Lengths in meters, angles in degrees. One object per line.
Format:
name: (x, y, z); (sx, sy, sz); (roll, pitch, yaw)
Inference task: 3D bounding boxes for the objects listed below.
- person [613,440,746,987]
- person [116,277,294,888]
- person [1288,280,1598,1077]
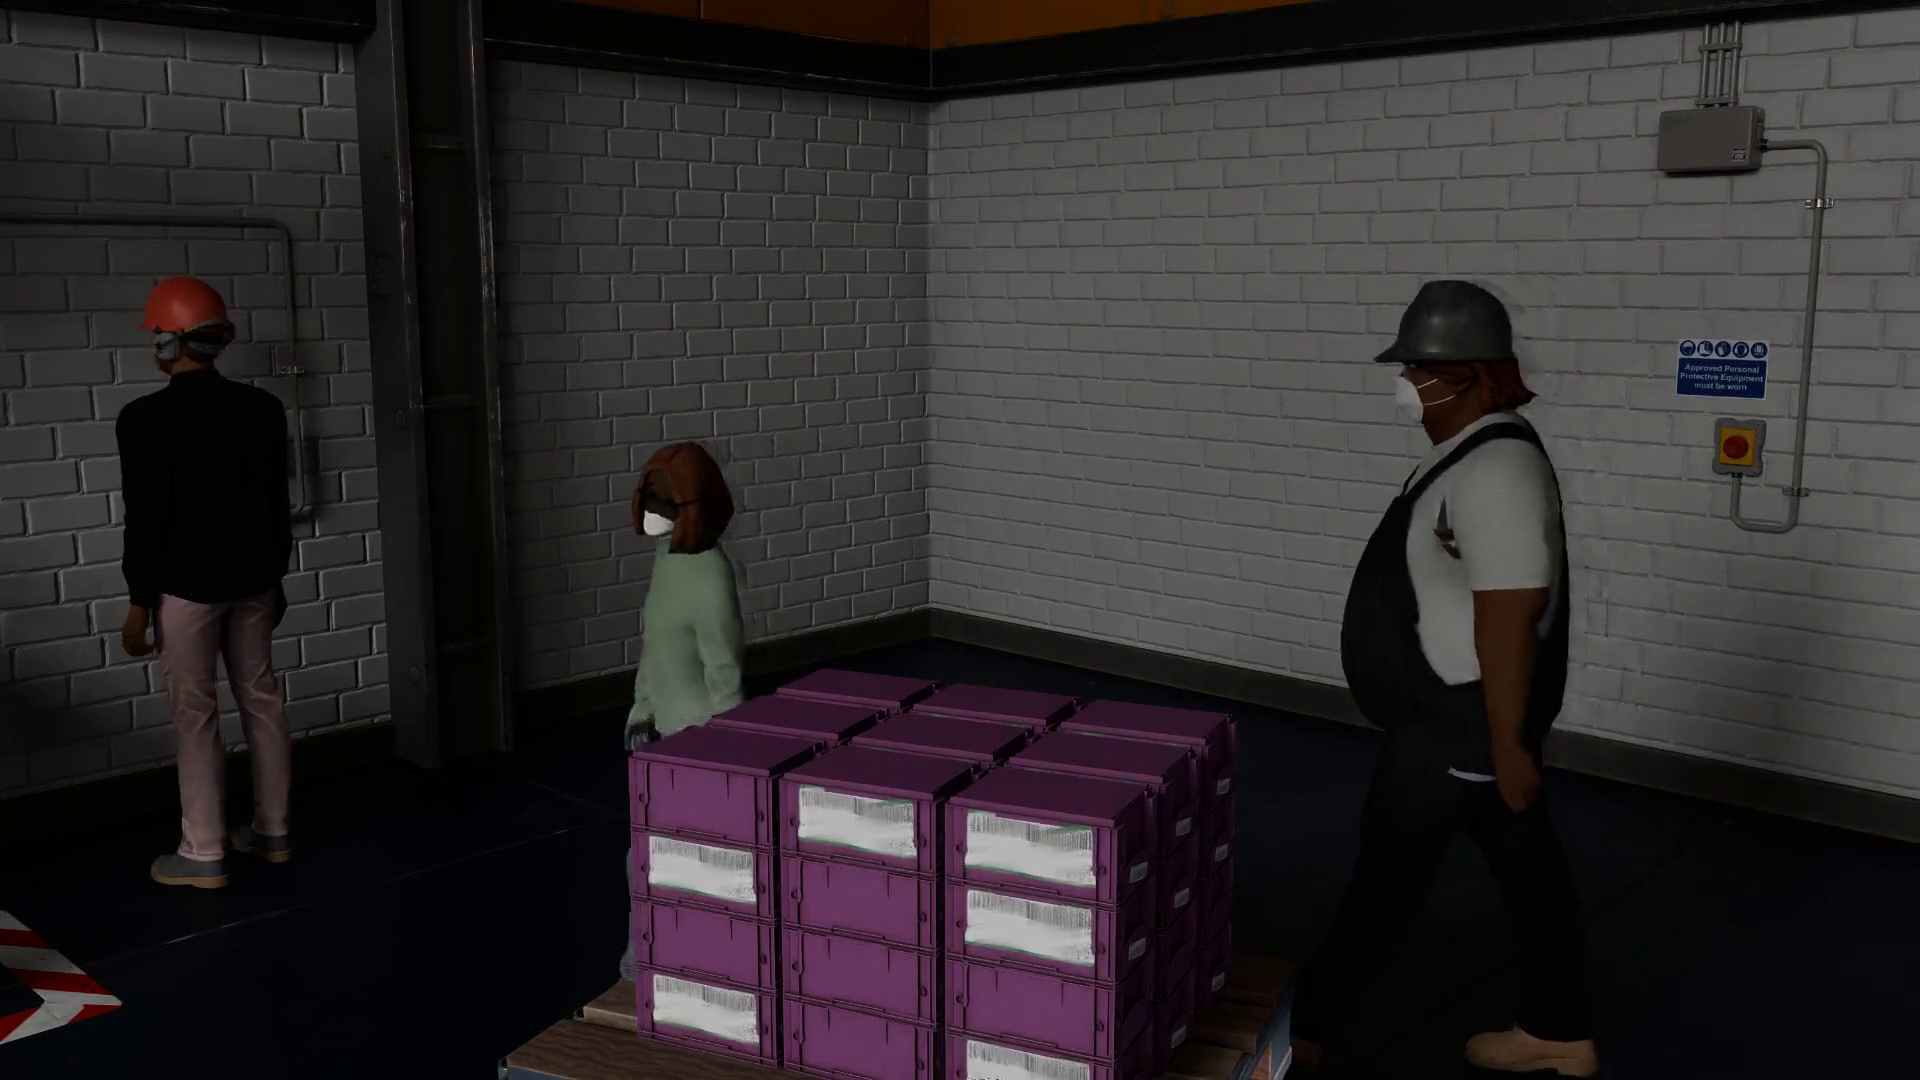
person: (-0.640, 0.516, 4.376); (0.802, 1.596, 0.557); (-3, 10, -16)
person: (-2.479, 0.143, 5.491); (0.393, 1.991, 0.634); (5, 10, 28)
person: (1.155, 0.343, 4.112); (0.993, 2.000, 0.698); (3, 10, 19)
